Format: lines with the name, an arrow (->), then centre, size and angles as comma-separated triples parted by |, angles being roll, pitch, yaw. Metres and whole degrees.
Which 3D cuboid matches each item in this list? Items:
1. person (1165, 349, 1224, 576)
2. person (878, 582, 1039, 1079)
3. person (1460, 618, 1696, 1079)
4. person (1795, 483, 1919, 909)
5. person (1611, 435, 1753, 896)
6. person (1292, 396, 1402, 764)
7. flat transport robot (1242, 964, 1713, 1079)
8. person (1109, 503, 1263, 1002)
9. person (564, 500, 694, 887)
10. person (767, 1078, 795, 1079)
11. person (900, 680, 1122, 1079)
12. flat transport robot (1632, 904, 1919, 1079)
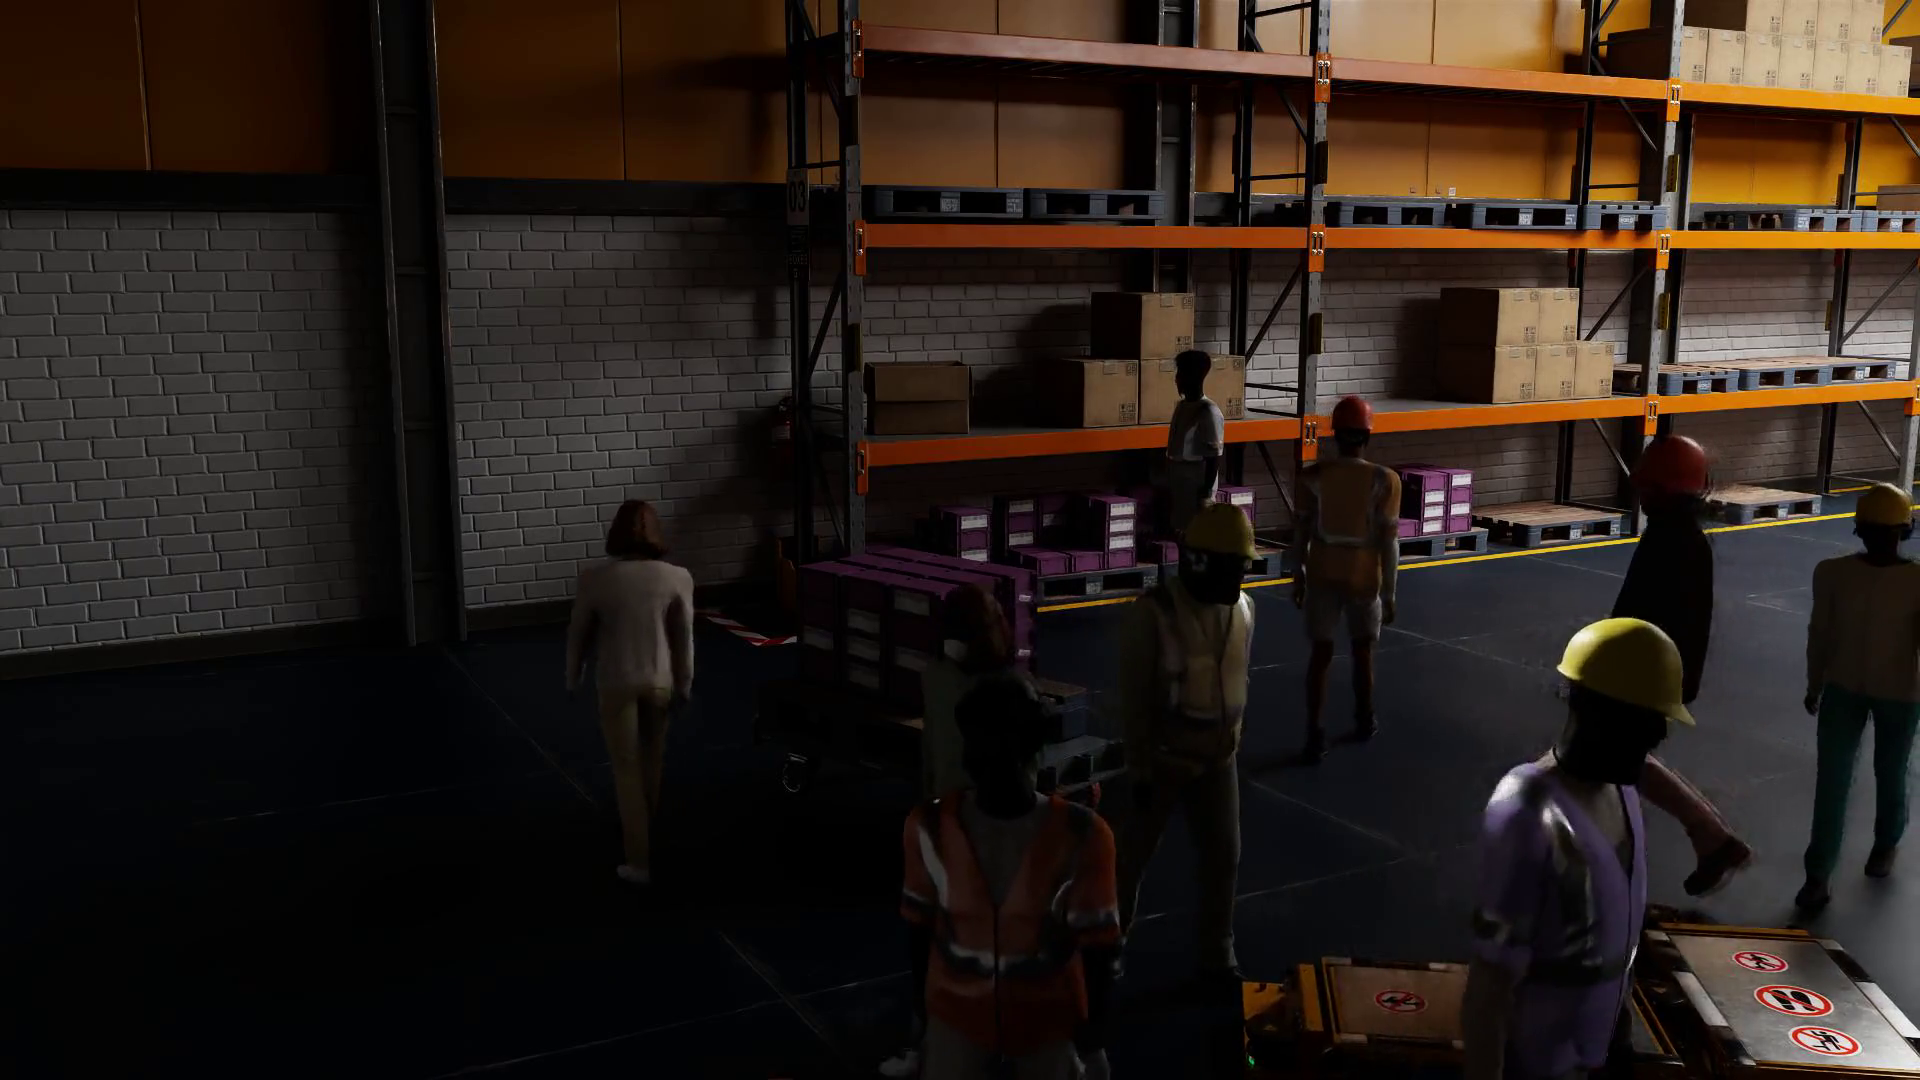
person -> 1.632, -0.368, 11.781 | 0.367, 1.964, 0.606 | -3, 10, -19
person -> 0.008, 0.935, 5.294 | 0.522, 1.603, 0.707 | 8, 13, 40
person -> 1.234, 1.078, 3.745 | 0.821, 1.889, 0.616 | 8, 13, 39
person -> 3.744, 0.618, 6.817 | 0.543, 1.724, 0.908 | 9, 13, 41
person -> 2.751, 0.542, 6.587 | 0.691, 1.949, 0.643 | 4, 11, 21
person -> 2.031, 0.194, 8.766 | 0.563, 1.921, 0.712 | 4, 11, 23
flat transport robot -> 1.641, 1.592, 5.368 | 1.431, 0.197, 0.652 | 1, 10, 8
person -> 0.771, 0.741, 5.941 | 0.613, 1.794, 0.651 | -6, 12, -32
person -> -1.416, 0.620, 7.153 | 0.519, 1.585, 0.817 | -4, 11, -24
person -> -0.196, 1.425, 1.644 | 0.562, 1.889, 0.952 | -4, 10, -20
person -> 0.097, 1.156, 3.846 | 0.538, 1.676, 0.629 | 2, 10, 10
flat transport robot -> 2.704, 1.571, 5.488 | 0.652, 0.197, 1.431 | 1, 10, 8
